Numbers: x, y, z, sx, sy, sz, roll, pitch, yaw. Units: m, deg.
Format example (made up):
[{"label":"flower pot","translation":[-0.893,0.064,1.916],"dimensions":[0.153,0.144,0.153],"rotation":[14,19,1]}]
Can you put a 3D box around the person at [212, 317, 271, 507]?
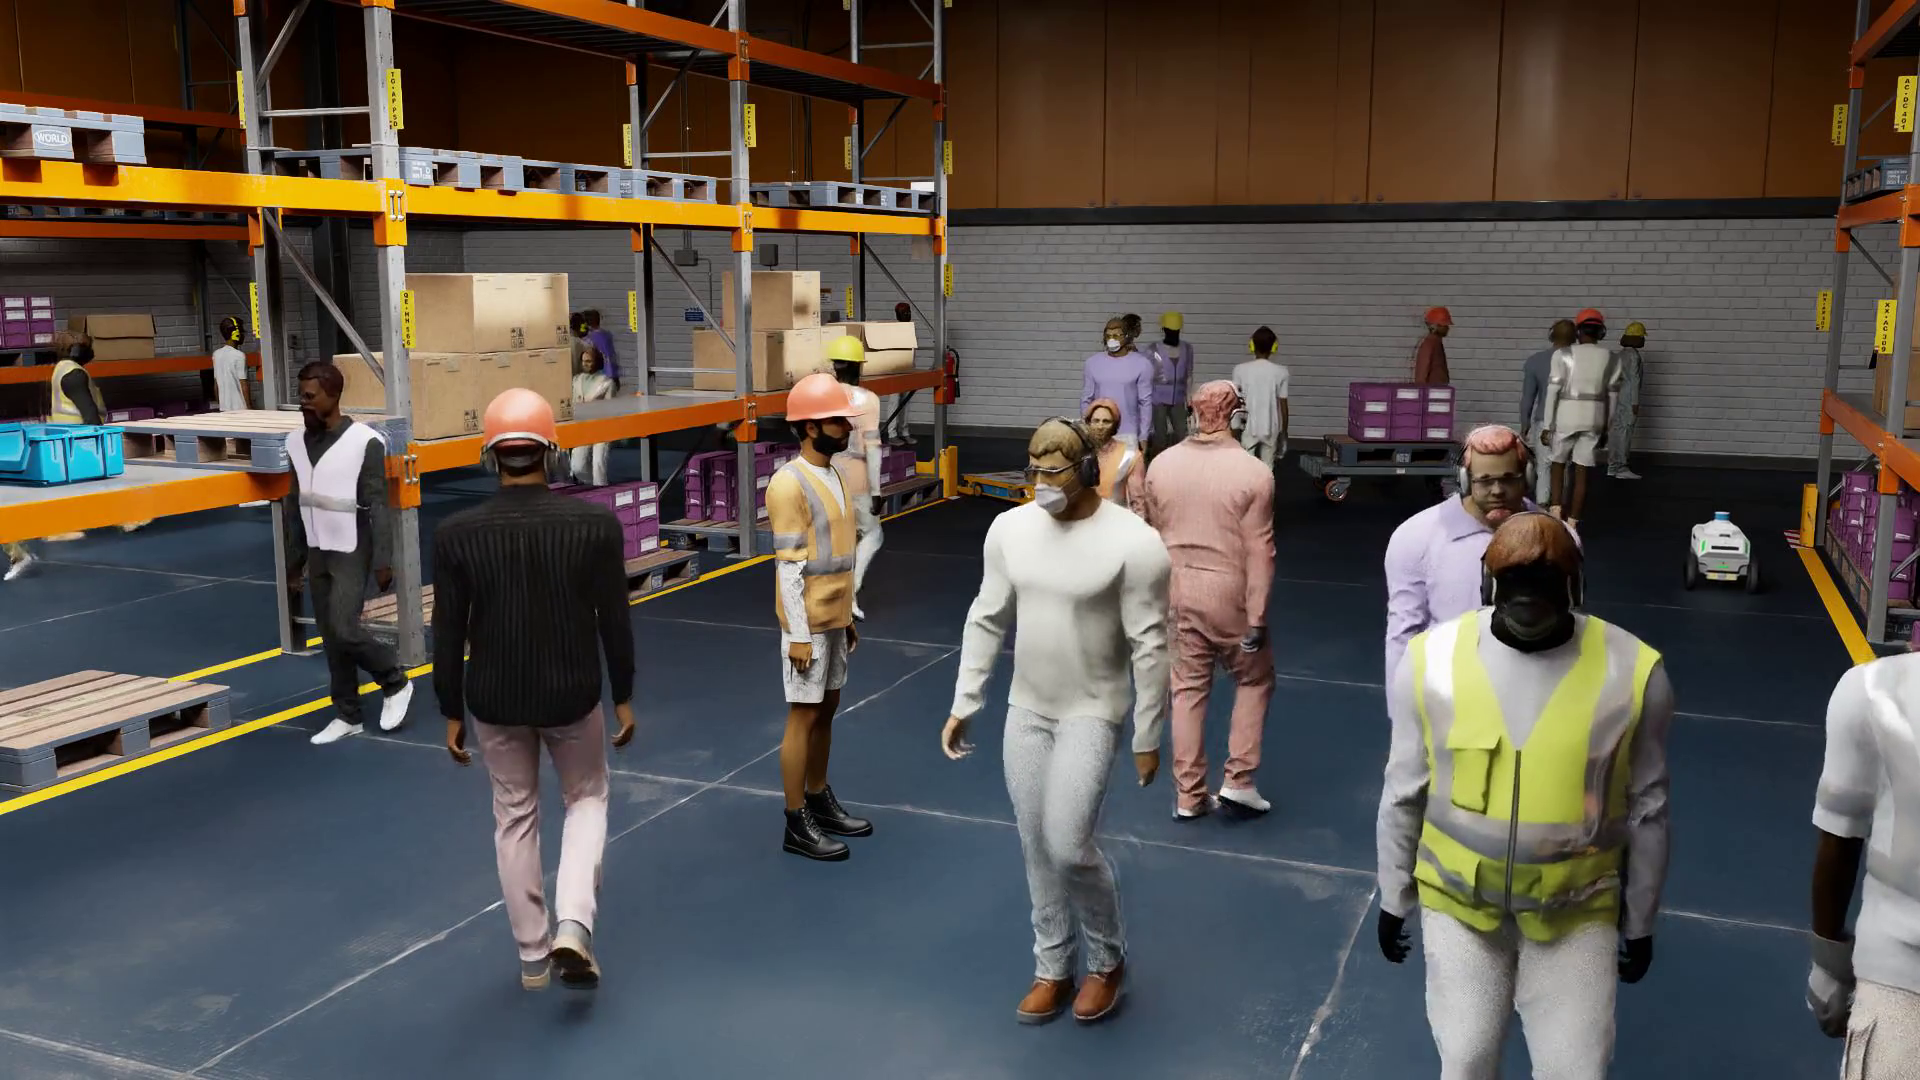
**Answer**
[{"label":"person","translation":[-7.107,-1.255,16.367],"dimensions":[0.524,1.871,0.325],"rotation":[6,11,31]}]

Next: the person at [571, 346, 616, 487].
[{"label":"person","translation":[-3.383,-0.986,15.444],"dimensions":[0.537,1.624,0.465],"rotation":[5,10,26]}]

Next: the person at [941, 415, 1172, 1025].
[{"label":"person","translation":[0.294,0.571,5.144],"dimensions":[0.648,1.918,0.524],"rotation":[8,12,40]}]

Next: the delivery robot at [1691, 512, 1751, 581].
[{"label":"delivery robot","translation":[5.597,0.034,12.247],"dimensions":[0.477,0.478,0.707],"rotation":[3,10,19]}]

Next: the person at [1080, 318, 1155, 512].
[{"label":"person","translation":[1.298,-0.876,13.859],"dimensions":[0.629,1.940,0.373],"rotation":[3,10,20]}]

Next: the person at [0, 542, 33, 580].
[{"label":"person","translation":[-7.374,-0.449,12.316],"dimensions":[0.512,1.606,0.801],"rotation":[9,13,44]}]

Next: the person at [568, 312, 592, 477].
[{"label":"person","translation":[-4.279,-1.625,18.668],"dimensions":[0.537,1.855,0.394],"rotation":[6,11,31]}]

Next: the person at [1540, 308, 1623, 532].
[{"label":"person","translation":[5.346,-0.986,14.363],"dimensions":[0.661,1.996,0.543],"rotation":[2,10,10]}]

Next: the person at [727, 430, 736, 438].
[{"label":"person","translation":[-3.065,-2.319,22.908],"dimensions":[0.430,1.841,0.624],"rotation":[1,9,4]}]

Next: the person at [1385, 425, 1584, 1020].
[{"label":"person","translation":[1.655,0.580,5.247],"dimensions":[0.637,1.875,0.642],"rotation":[1,9,6]}]

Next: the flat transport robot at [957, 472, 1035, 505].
[{"label":"flat transport robot","translation":[0.618,-0.525,16.774],"dimensions":[0.652,0.197,1.431],"rotation":[-6,11,-31]}]

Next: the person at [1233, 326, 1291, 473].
[{"label":"person","translation":[2.559,-0.888,14.201],"dimensions":[0.508,1.855,0.503],"rotation":[2,10,10]}]

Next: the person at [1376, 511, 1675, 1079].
[{"label":"person","translation":[1.280,0.836,3.838],"dimensions":[0.632,1.831,0.436],"rotation":[4,10,24]}]

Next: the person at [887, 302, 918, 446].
[{"label":"person","translation":[-0.767,-2.195,22.023],"dimensions":[0.354,1.883,0.572],"rotation":[7,12,36]}]

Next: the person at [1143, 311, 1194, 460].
[{"label":"person","translation":[2.224,-1.475,17.610],"dimensions":[0.653,1.901,0.477],"rotation":[-4,10,-23]}]

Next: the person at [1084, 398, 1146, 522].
[{"label":"person","translation":[0.788,0.003,9.460],"dimensions":[0.552,1.619,0.391],"rotation":[2,10,13]}]

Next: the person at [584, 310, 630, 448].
[{"label":"person","translation":[-4.749,-2.089,21.661],"dimensions":[0.996,1.784,0.582],"rotation":[2,10,12]}]

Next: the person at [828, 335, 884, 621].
[{"label":"person","translation":[-0.739,-0.384,10.943],"dimensions":[0.615,1.911,0.418],"rotation":[5,11,30]}]

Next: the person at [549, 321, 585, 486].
[{"label":"person","translation":[-4.037,-1.377,16.774],"dimensions":[0.404,1.987,0.608],"rotation":[7,12,37]}]

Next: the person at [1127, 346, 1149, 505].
[{"label":"person","translation":[1.621,-1.054,15.963],"dimensions":[0.806,1.601,0.520],"rotation":[-4,10,-22]}]

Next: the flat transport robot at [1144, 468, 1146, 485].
[{"label":"flat transport robot","translation":[1.359,-0.650,17.533],"dimensions":[1.431,0.197,0.652],"rotation":[-6,11,-31]}]

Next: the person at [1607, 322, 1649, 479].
[{"label":"person","translation":[7.485,-1.559,18.590],"dimensions":[0.324,1.742,0.492],"rotation":[0,9,2]}]

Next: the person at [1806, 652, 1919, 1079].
[{"label":"person","translation":[2.019,0.860,3.305],"dimensions":[0.610,1.954,0.452],"rotation":[4,10,21]}]

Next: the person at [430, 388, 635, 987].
[{"label":"person","translation":[-1.361,0.507,5.334],"dimensions":[0.634,1.983,0.537],"rotation":[-2,10,-11]}]

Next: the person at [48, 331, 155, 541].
[{"label":"person","translation":[-7.513,-0.902,14.438],"dimensions":[0.939,1.798,0.631],"rotation":[-5,11,-28]}]

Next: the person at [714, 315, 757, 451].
[{"label":"person","translation":[-2.356,-1.423,17.280],"dimensions":[0.557,1.907,0.786],"rotation":[5,11,28]}]

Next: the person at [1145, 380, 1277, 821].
[{"label":"person","translation":[1.105,0.261,7.127],"dimensions":[0.639,1.888,0.530],"rotation":[7,12,37]}]

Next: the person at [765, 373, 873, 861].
[{"label":"person","translation":[-0.558,0.303,6.708],"dimensions":[0.350,1.942,0.545],"rotation":[3,10,17]}]

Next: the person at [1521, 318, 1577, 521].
[{"label":"person","translation":[5.398,-1.052,15.037],"dimensions":[0.638,1.911,0.925],"rotation":[3,10,19]}]

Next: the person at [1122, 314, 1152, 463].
[{"label":"person","translation":[2.043,-1.715,19.335],"dimensions":[0.924,1.803,0.536],"rotation":[-2,10,-11]}]

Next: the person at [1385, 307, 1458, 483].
[{"label":"person","translation":[4.973,-1.526,17.835],"dimensions":[0.997,1.952,0.631],"rotation":[4,10,21]}]

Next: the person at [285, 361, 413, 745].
[{"label":"person","translation":[-3.073,0.067,8.247],"dimensions":[0.587,1.907,0.447],"rotation":[5,11,29]}]
